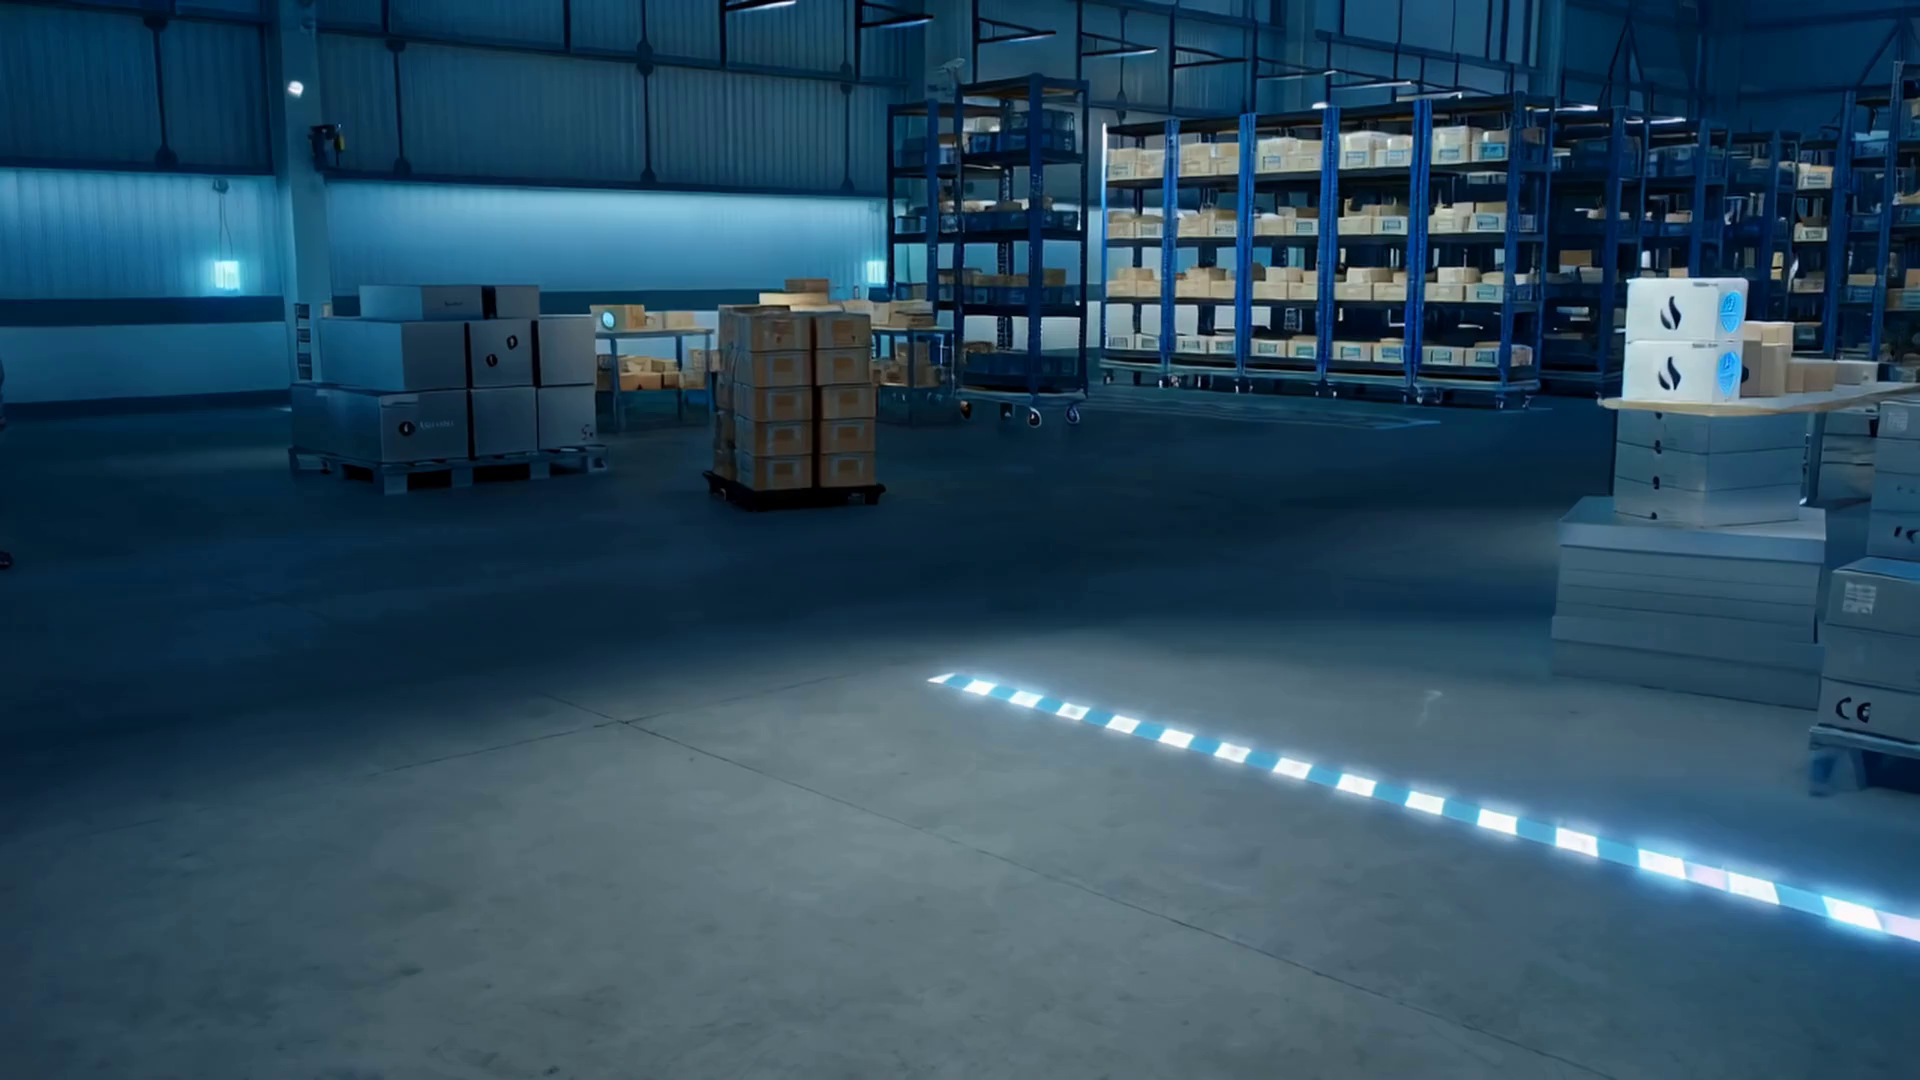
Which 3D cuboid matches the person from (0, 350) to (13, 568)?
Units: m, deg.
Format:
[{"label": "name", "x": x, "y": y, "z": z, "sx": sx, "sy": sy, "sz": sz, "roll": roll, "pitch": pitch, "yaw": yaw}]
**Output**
[{"label": "person", "x": -5.557, "y": -0.780, "z": 9.098, "sx": 0.614, "sy": 1.945, "sz": 0.402, "roll": -3, "pitch": 10, "yaw": -16}]
